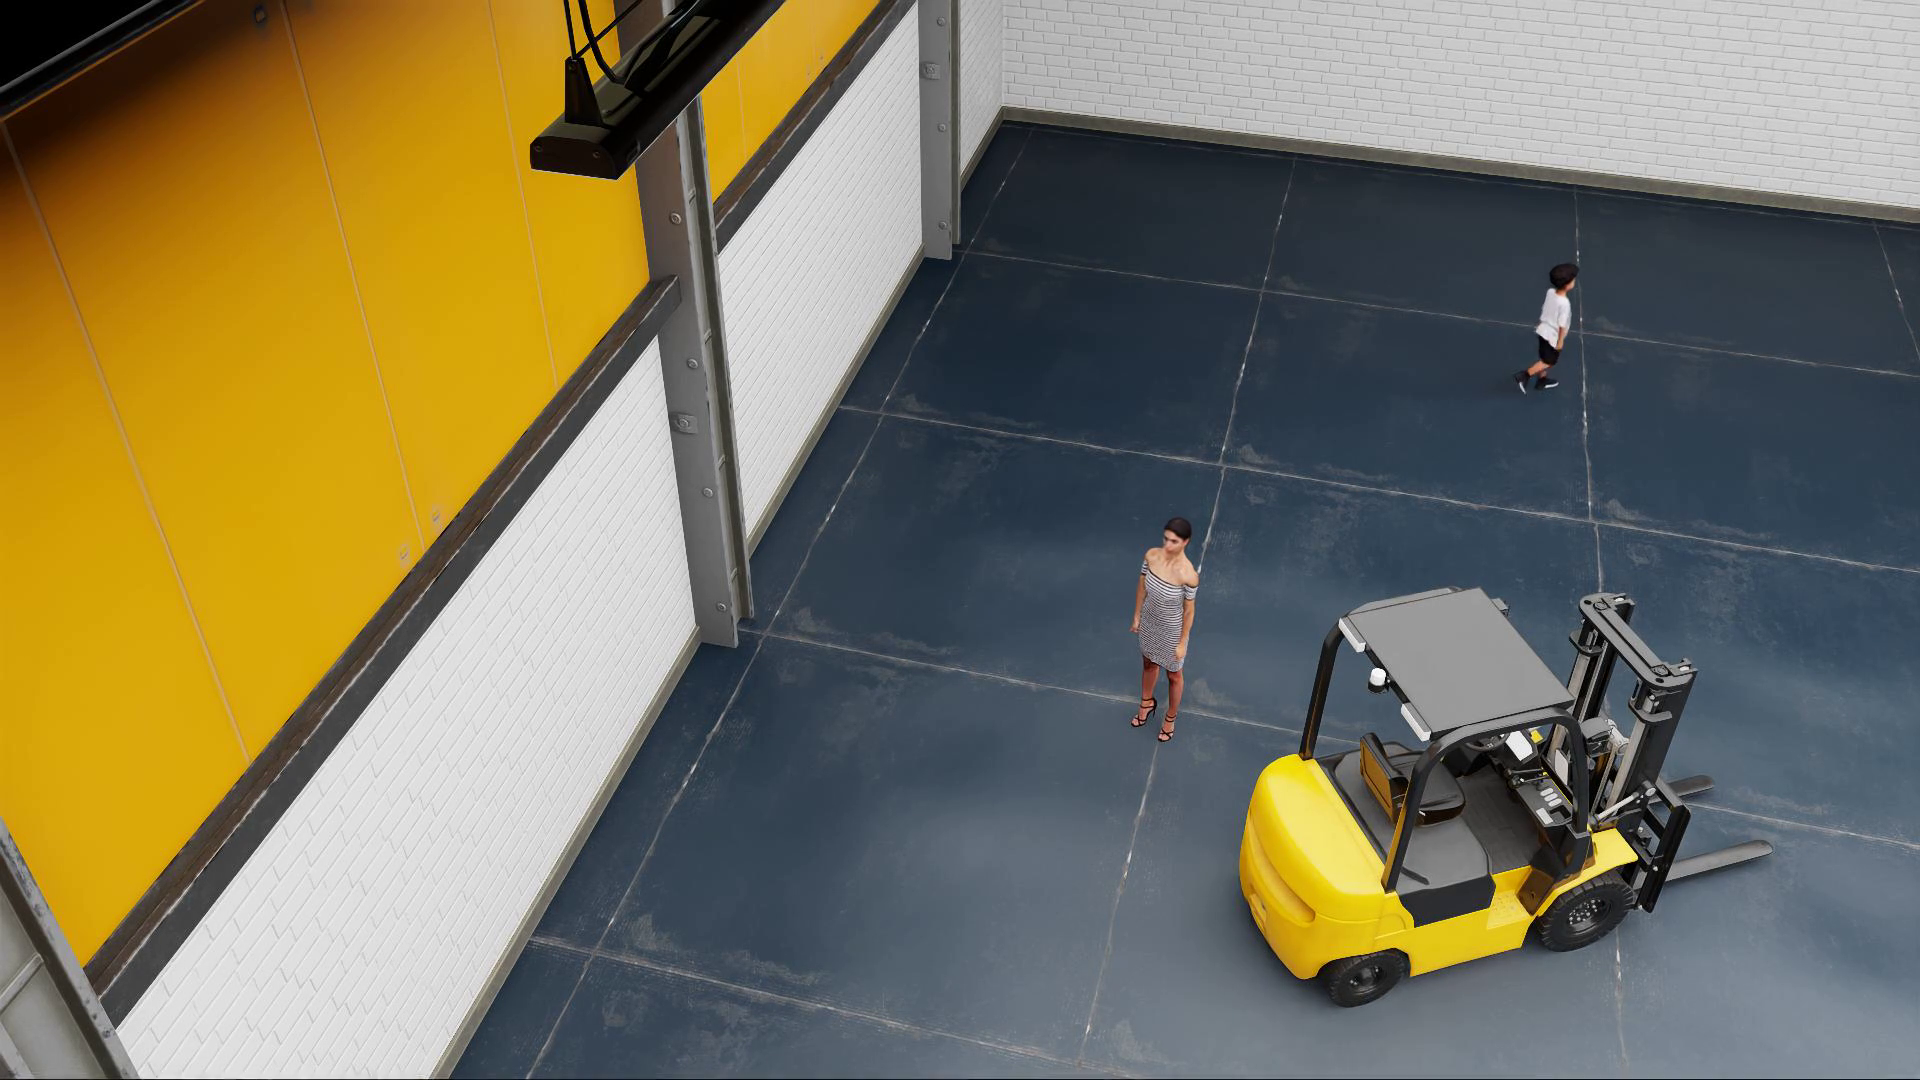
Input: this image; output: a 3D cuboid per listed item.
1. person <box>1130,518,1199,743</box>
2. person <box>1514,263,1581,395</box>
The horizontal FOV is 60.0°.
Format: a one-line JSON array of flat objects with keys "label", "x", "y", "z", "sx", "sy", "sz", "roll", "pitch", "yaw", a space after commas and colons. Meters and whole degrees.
[{"label": "person", "x": 1.362, "y": 0.592, "z": 11.020, "sx": 0.672, "sy": 1.821, "sz": 0.671, "roll": 30, "pitch": 47, "yaw": 32}, {"label": "person", "x": 5.116, "y": -1.821, "z": 14.499, "sx": 0.717, "sy": 1.251, "sz": 0.727, "roll": -6, "pitch": 39, "yaw": -8}]
